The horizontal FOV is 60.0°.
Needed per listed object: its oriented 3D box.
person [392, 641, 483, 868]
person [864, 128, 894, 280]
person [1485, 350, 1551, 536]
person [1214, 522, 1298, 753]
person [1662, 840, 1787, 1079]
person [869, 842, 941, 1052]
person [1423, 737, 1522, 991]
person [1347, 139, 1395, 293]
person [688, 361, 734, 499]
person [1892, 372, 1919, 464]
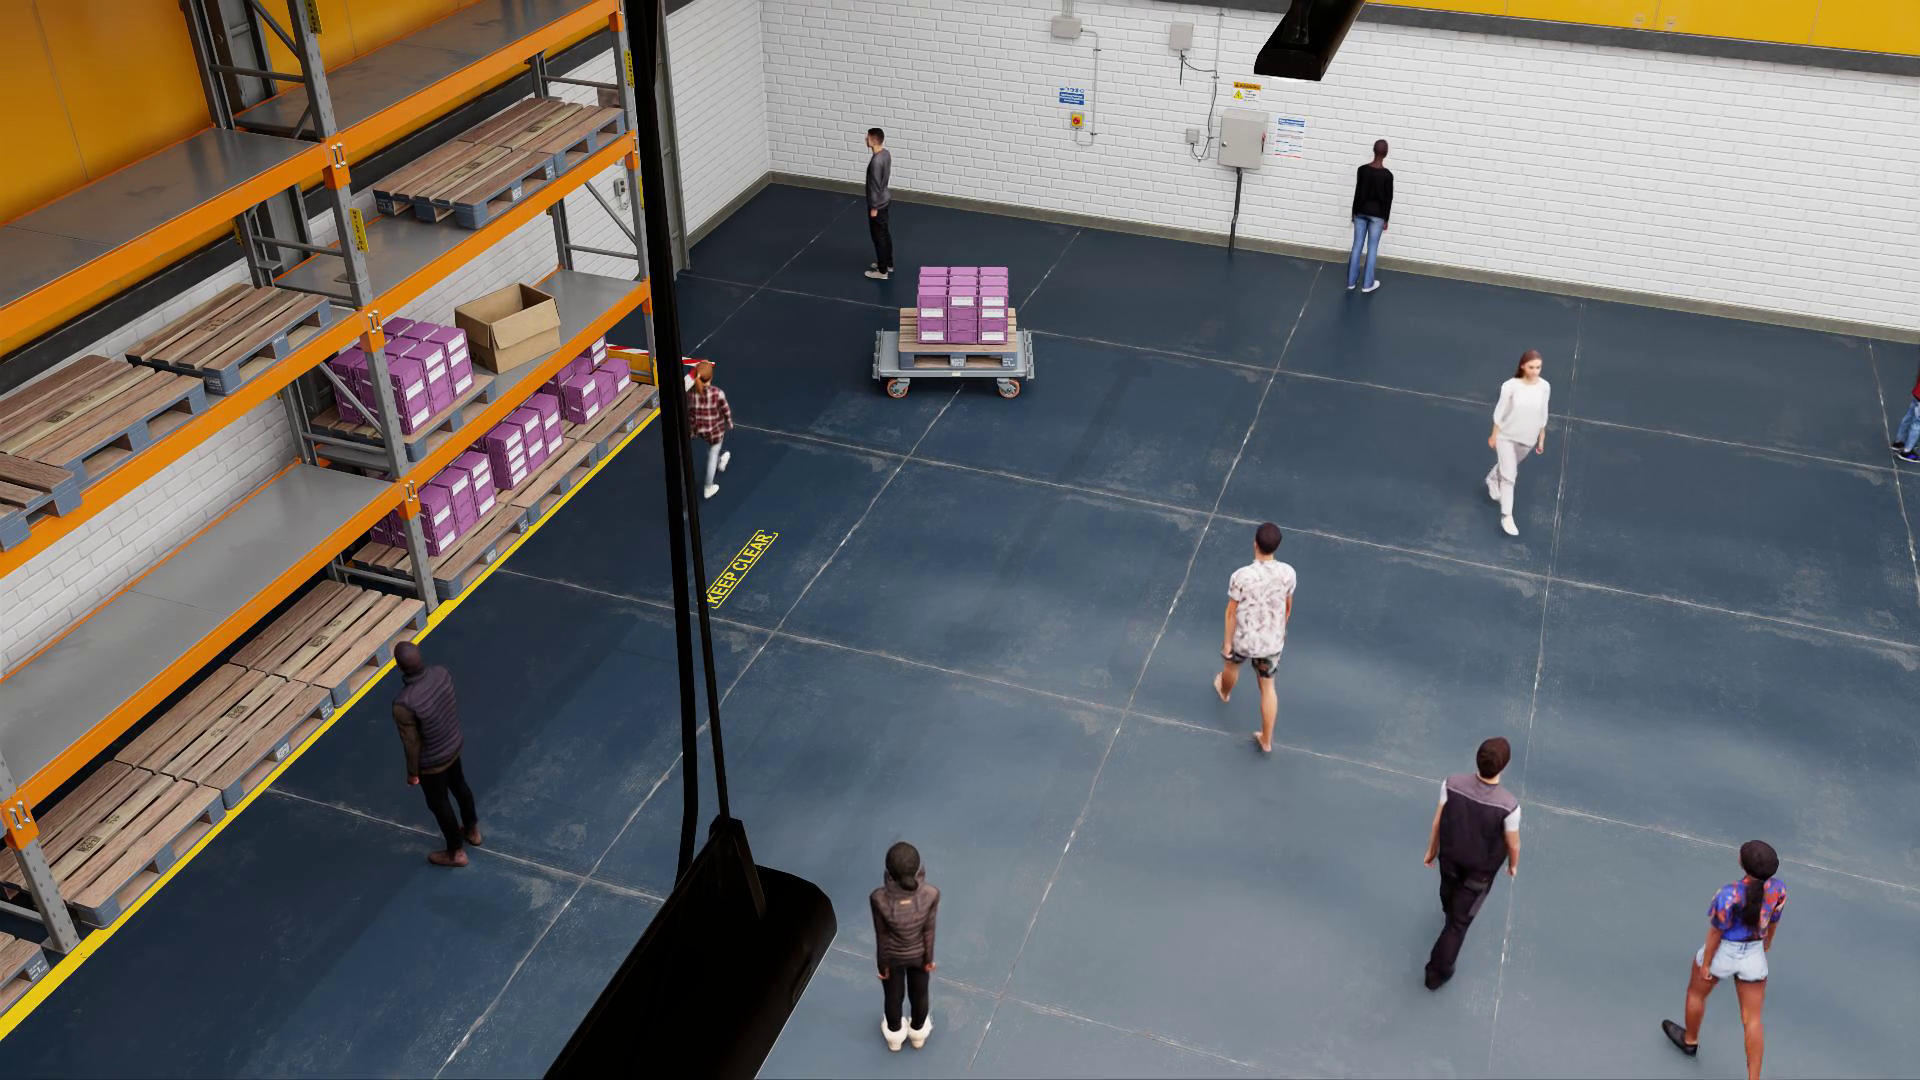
[{"bbox_3d":[-3.489,1.412,11.082,0.740,1.836,0.490,11,35,16],"label":"person"},{"bbox_3d":[-0.924,-3.870,19.095,0.701,1.761,0.522,6,34,9],"label":"person"},{"bbox_3d":[4.928,-0.960,14.817,0.948,1.651,1.187,-4,34,-6],"label":"person"},{"bbox_3d":[2.199,0.746,12.139,1.029,1.773,1.255,-4,34,-6],"label":"person"},{"bbox_3d":[4.495,2.477,9.586,0.901,1.717,1.054,0,34,0],"label":"person"},{"bbox_3d":[-0.311,2.404,9.745,0.688,1.663,0.748,0,34,0],"label":"person"},{"bbox_3d":[3.073,2.021,10.185,0.901,1.814,1.179,25,41,32],"label":"person"},{"bbox_3d":[4.634,-3.669,18.806,0.648,1.747,0.620,20,39,28],"label":"person"},{"bbox_3d":[-2.302,-0.983,15.202,0.530,1.262,0.906,10,35,15],"label":"person"},{"bbox_3d":[9.157,-1.363,15.780,0.608,1.255,0.484,3,34,5],"label":"person"}]
